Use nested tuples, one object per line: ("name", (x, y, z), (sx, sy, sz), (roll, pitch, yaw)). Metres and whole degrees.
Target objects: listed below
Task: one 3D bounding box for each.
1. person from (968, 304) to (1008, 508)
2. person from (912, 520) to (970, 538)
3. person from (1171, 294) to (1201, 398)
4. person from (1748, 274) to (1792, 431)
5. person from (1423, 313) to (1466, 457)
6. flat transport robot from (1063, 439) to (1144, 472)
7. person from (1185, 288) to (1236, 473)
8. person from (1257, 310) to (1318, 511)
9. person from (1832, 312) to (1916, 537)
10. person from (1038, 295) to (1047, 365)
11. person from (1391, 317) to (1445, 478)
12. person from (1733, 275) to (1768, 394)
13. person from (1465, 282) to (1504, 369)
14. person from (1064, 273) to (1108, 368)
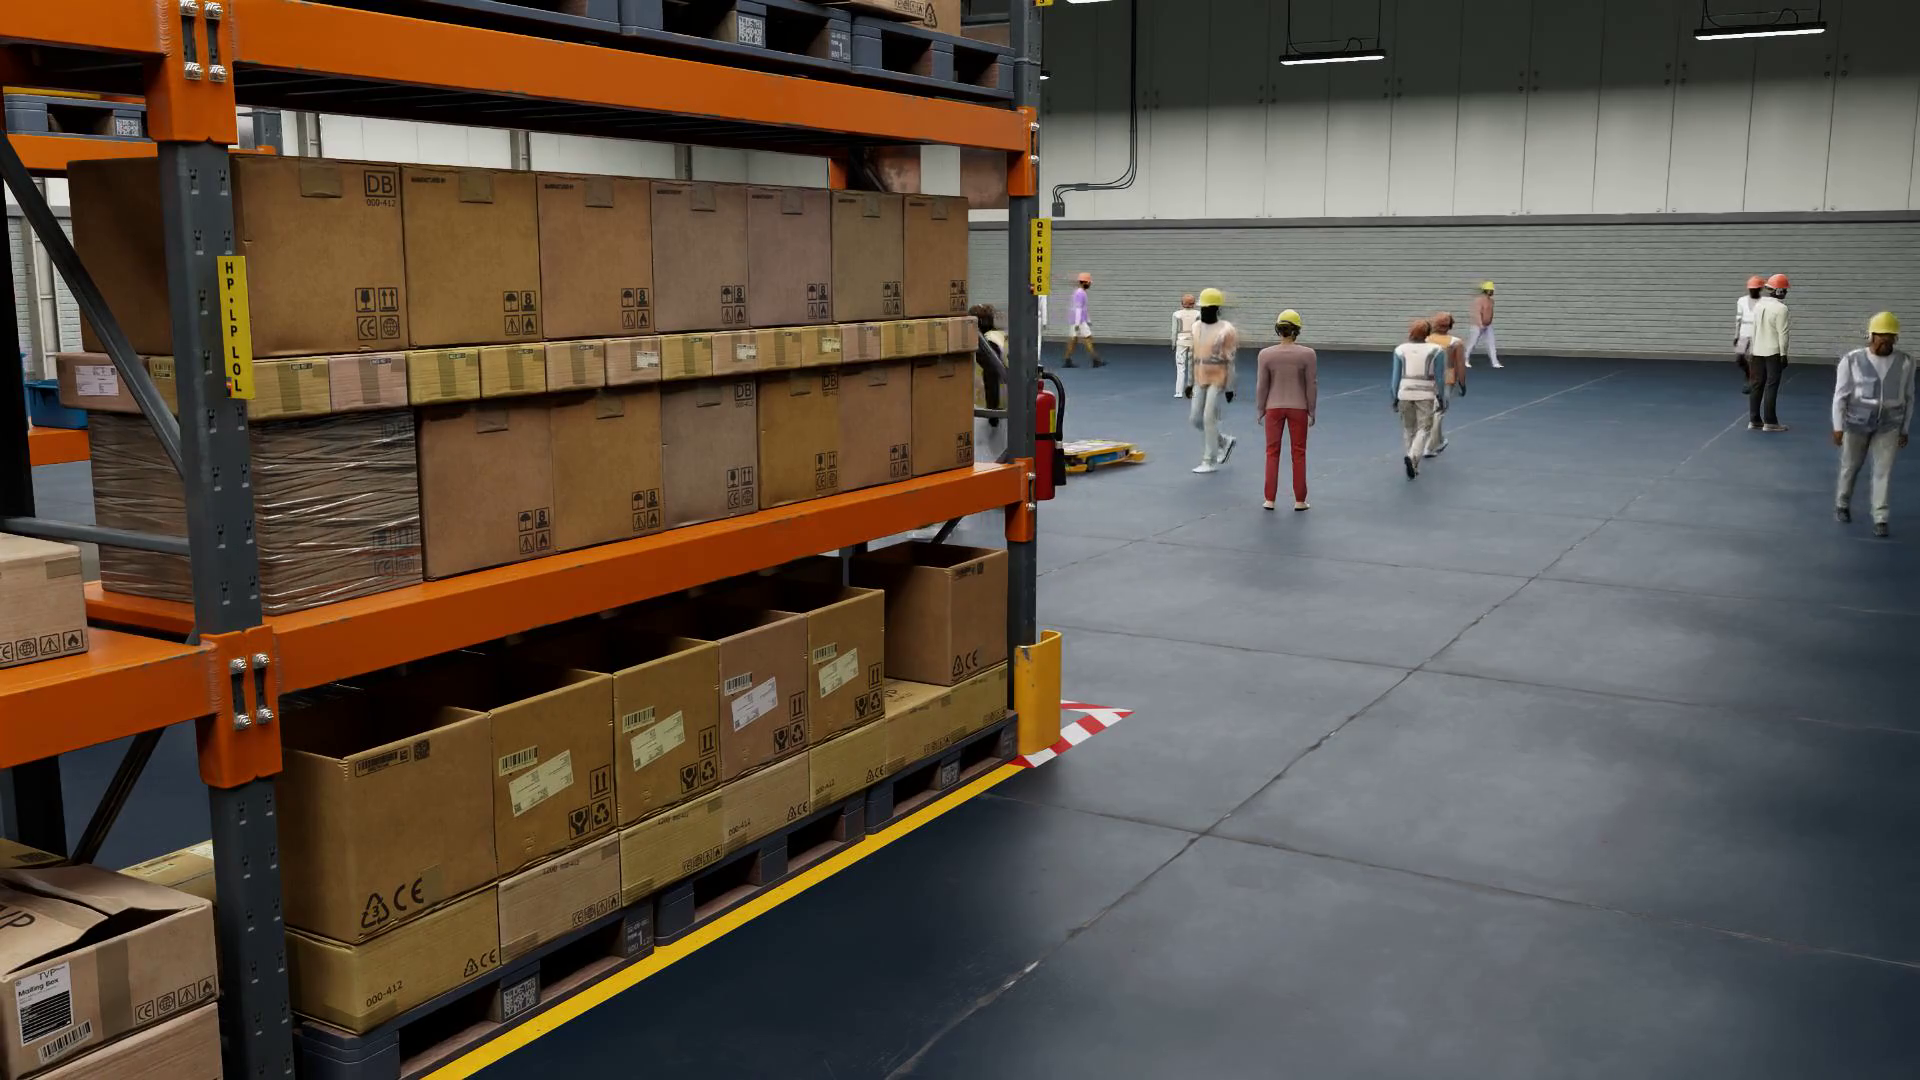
("person", (0.202, -1.179, 14.722), (0.639, 1.808, 0.633), (2, 10, 13))
("person", (-0.119, -0.963, 13.238), (0.666, 1.883, 0.639), (-2, 10, -13))
("person", (3.571, -3.040, 26.113), (0.519, 1.640, 0.307), (-1, 10, -4))
("person", (10.383, -2.392, 21.281), (0.382, 1.995, 0.612), (-2, 10, -10))
("person", (5.393, -1.733, 18.580), (0.536, 1.587, 0.861), (7, 12, 37))
("flat transport robot", (1.298, -0.901, 17.581), (0.652, 0.197, 1.431), (7, 12, 37))
("person", (2.629, -1.652, 17.200), (0.585, 1.909, 0.603), (-7, 12, -36))
("person", (2.865, -1.131, 14.590), (0.523, 1.760, 0.327), (3, 10, 15))
("person", (7.420, -0.966, 13.554), (0.605, 1.790, 0.947), (3, 10, 16))
("person", (1.444, -4.396, 33.418), (0.569, 1.861, 0.631), (0, 10, 0))
("person", (4.557, -1.416, 16.642), (0.521, 1.615, 0.633), (6, 11, 32))
("person", (12.817, -3.318, 26.923), (0.520, 1.917, 0.579), (-8, 13, -41))
("person", (10.421, -4.276, 33.127), (0.536, 1.722, 0.917), (-5, 11, -29))
("person", (2.516, -4.358, 33.099), (0.958, 1.890, 0.557), (-1, 10, -3))
